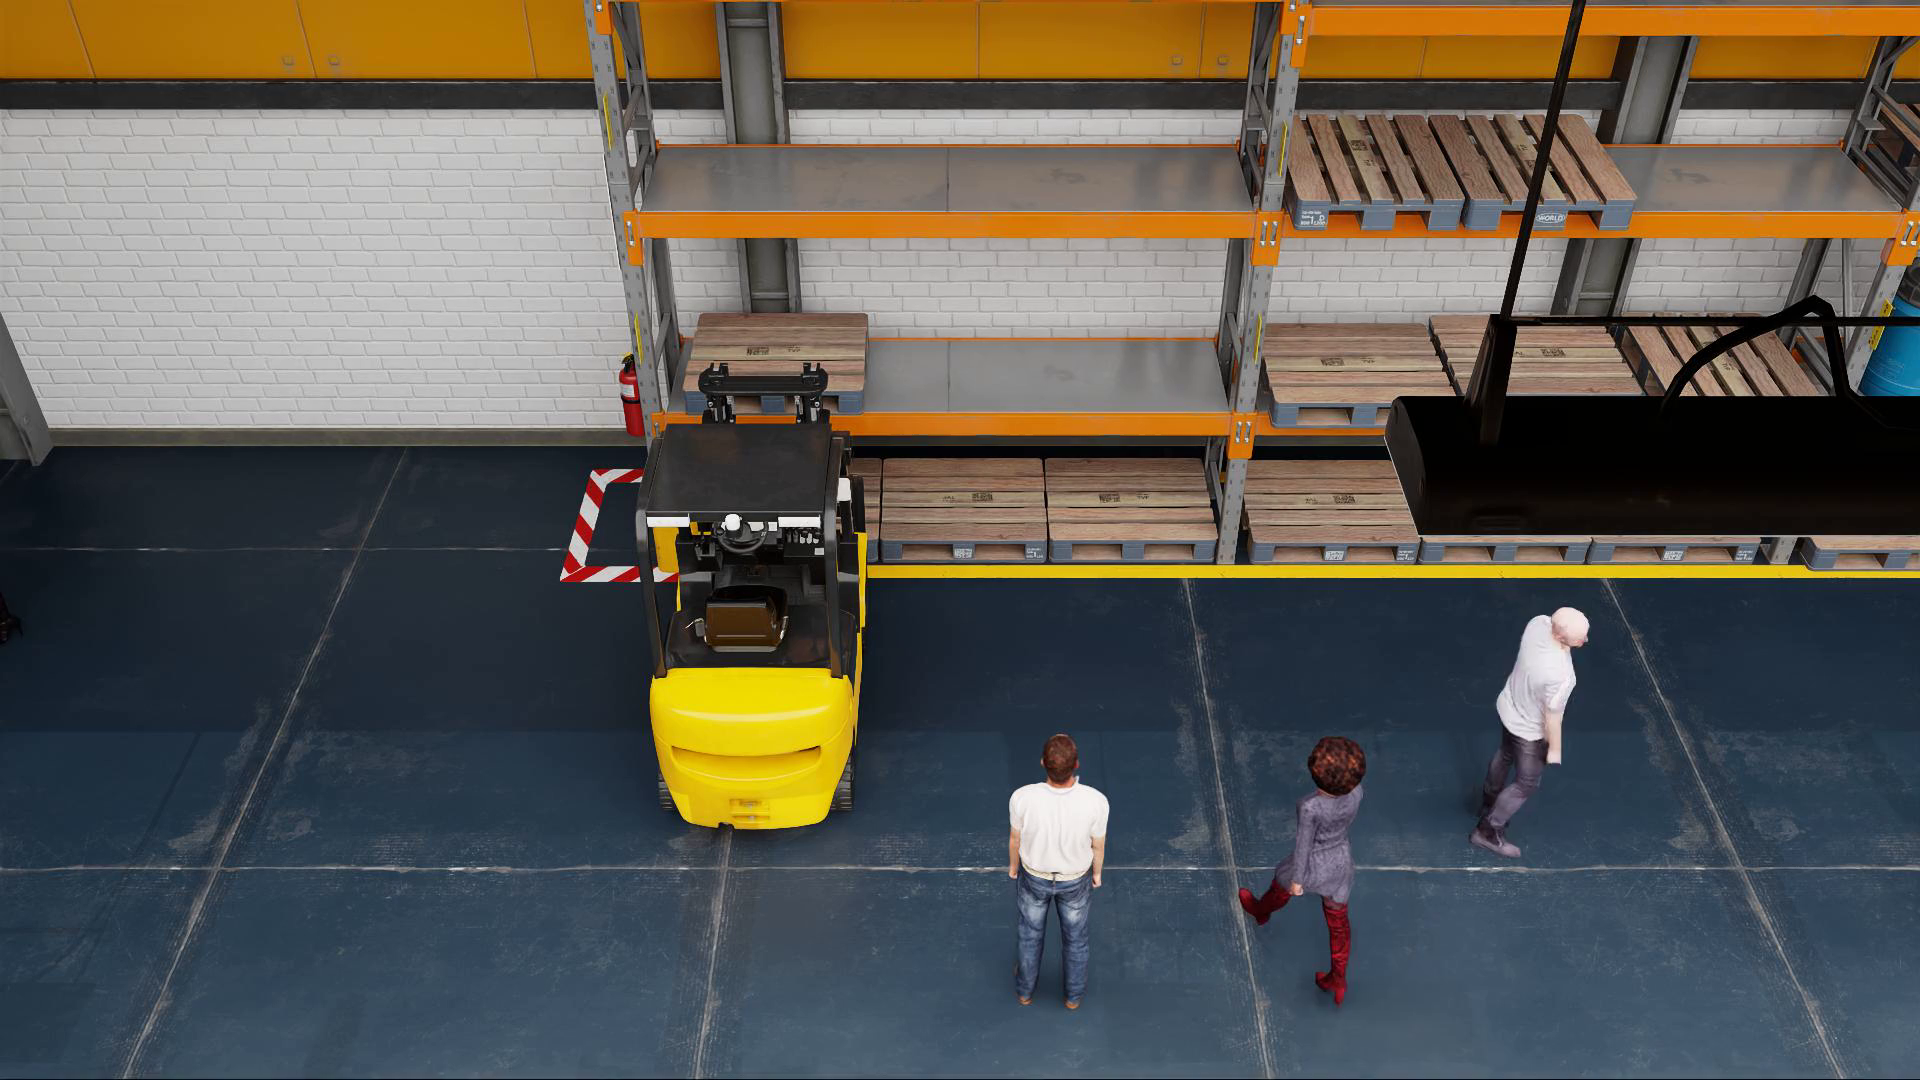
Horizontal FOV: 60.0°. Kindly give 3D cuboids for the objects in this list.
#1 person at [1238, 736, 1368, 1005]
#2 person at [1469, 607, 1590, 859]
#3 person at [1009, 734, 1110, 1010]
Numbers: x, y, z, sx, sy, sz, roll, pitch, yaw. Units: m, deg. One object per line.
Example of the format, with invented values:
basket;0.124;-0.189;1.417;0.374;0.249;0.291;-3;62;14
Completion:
person;1.937;1.769;8.682;1.087;1.672;0.957;-17;42;-20
person;3.252;1.003;9.526;0.658;1.816;0.716;-12;40;-14
person;0.487;1.740;8.578;0.527;1.848;0.730;4;39;5
